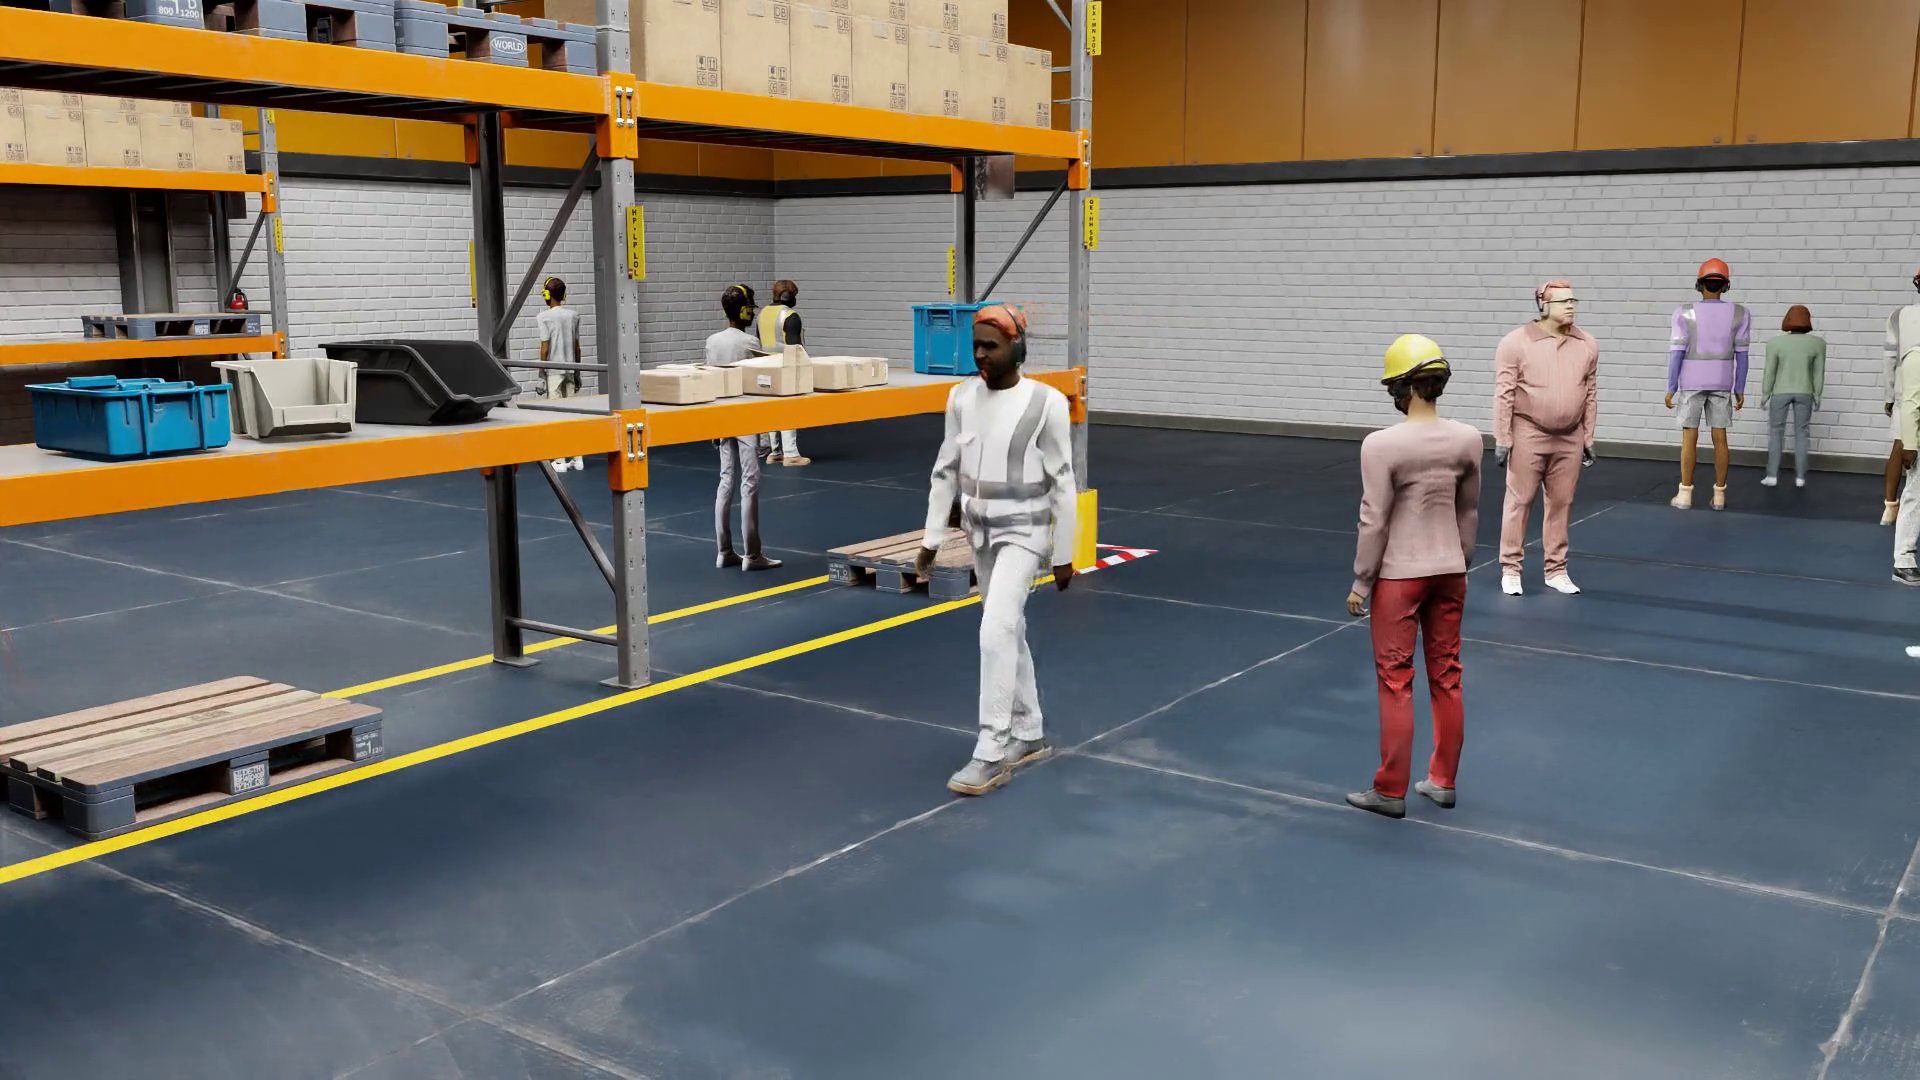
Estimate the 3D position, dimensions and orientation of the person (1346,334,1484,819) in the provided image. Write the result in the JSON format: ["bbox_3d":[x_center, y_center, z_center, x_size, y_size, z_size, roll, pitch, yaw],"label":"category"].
[{"bbox_3d":[1.648,0.135,6.075,0.523,1.761,0.323,-4,10,-23],"label":"person"}]

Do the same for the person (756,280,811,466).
[{"bbox_3d":[-1.739,-1.652,16.493,0.429,1.835,0.637,-8,12,-40],"label":"person"}]

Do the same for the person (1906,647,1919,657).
[{"bbox_3d":[5.098,-0.119,8.072,0.503,1.593,0.805,-7,12,-36],"label":"person"}]

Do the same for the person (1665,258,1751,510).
[{"bbox_3d":[6.078,-1.266,13.570,0.614,2.041,0.393,2,10,10],"label":"person"}]

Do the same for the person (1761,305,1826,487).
[{"bbox_3d":[7.465,-1.288,14.919,0.505,1.631,0.268,3,10,16],"label":"person"}]

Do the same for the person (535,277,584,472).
[{"bbox_3d":[-3.855,-1.583,15.976,0.313,1.869,0.528,7,12,36],"label":"person"}]

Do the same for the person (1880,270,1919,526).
[{"bbox_3d":[7.283,-1.096,12.561,0.374,2.043,0.614,-5,11,-26],"label":"person"}]

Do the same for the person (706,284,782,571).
[{"bbox_3d":[-1.435,-0.732,10.906,0.514,1.872,0.328,7,12,35],"label":"person"}]

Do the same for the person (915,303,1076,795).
[{"bbox_3d":[0.090,0.030,6.418,0.815,1.851,0.580,-9,13,-43],"label":"person"}]

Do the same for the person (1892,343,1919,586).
[{"bbox_3d":[6.132,-0.626,10.386,0.599,1.830,0.404,-4,10,-21],"label":"person"}]

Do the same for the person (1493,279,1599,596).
[{"bbox_3d":[3.559,-0.615,10.083,0.651,1.913,0.410,-1,10,-6],"label":"person"}]
